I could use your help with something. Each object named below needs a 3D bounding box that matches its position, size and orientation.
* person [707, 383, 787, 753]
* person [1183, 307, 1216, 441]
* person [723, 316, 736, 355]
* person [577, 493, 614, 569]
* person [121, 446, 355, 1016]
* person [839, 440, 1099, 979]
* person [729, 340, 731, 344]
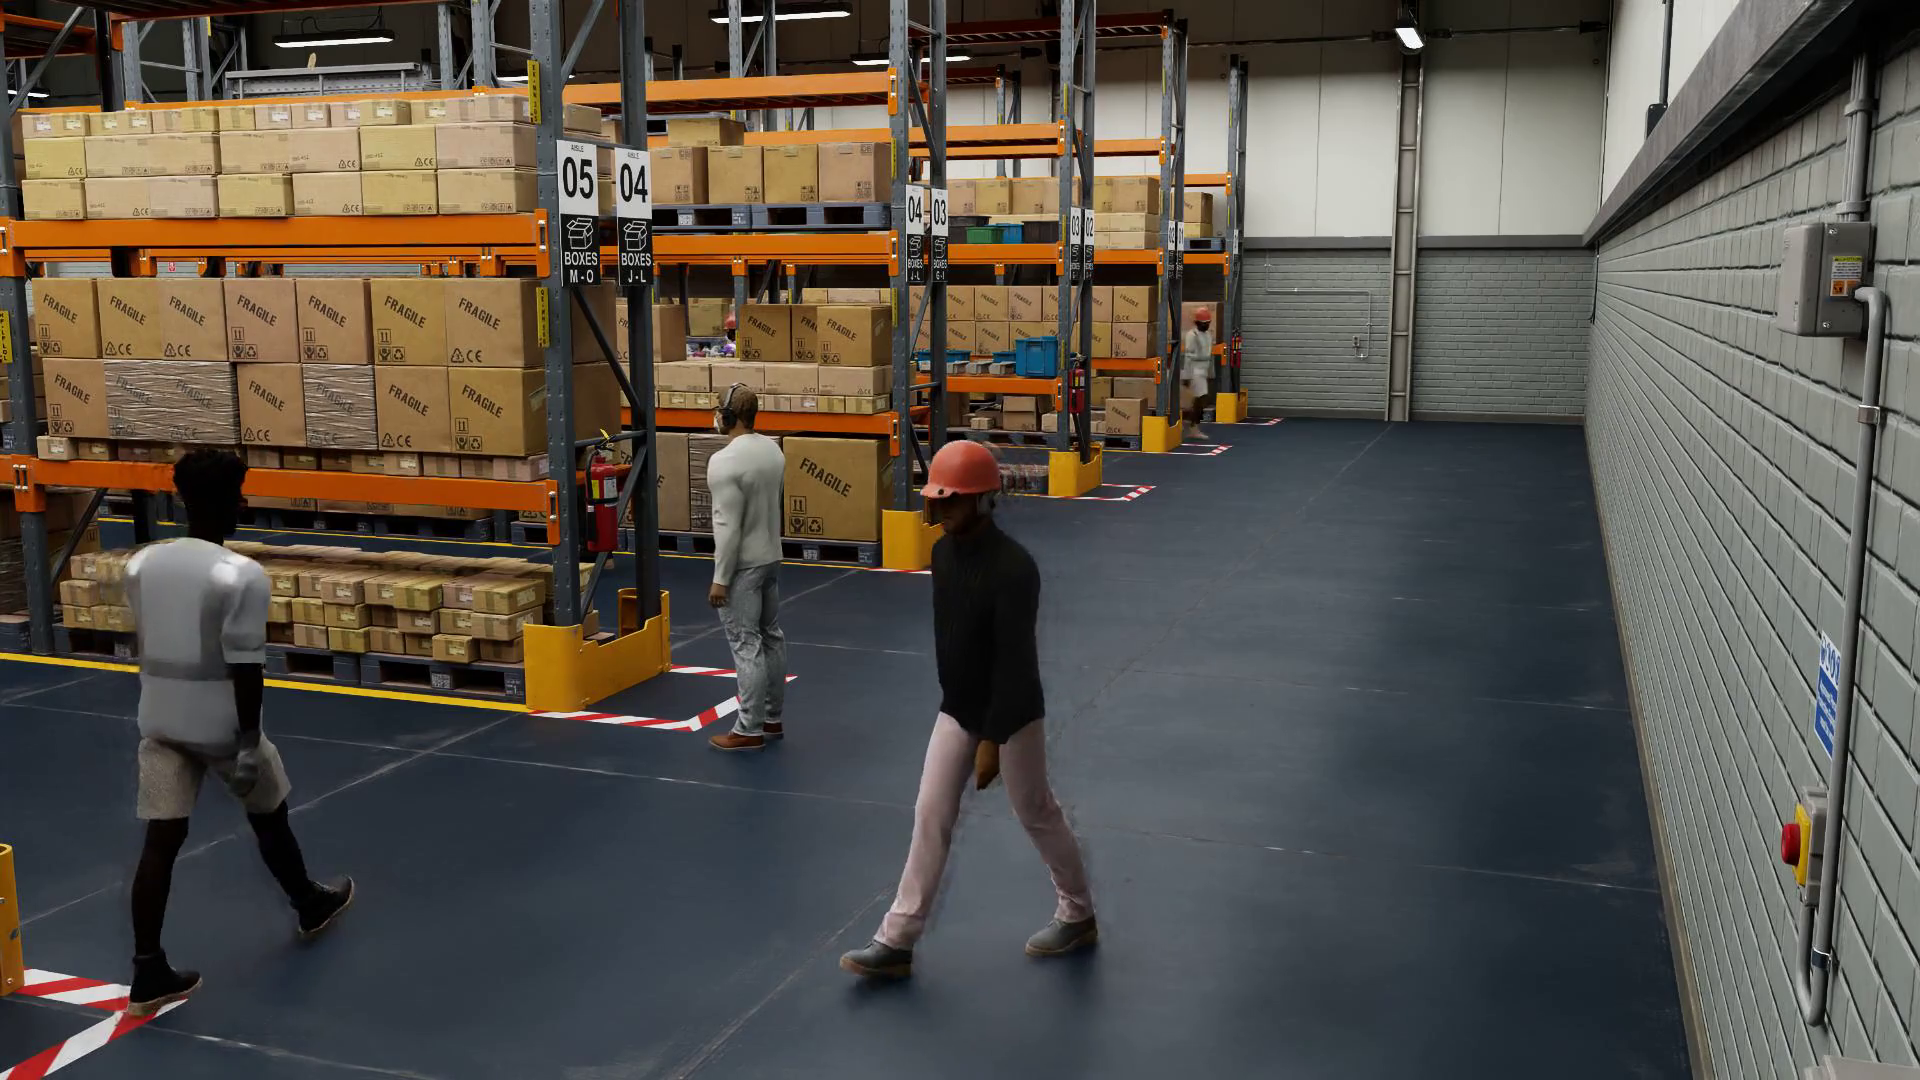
[{"bbox_3d":[-1.128,0.147,8.721,0.377,1.940,0.628,4,10,21],"label":"person"},{"bbox_3d":[3.621,-2.456,24.756,0.546,2.002,0.761,7,11,36],"label":"person"},{"bbox_3d":[-2.978,-2.001,22.129,0.377,1.938,0.547,5,11,30],"label":"person"},{"bbox_3d":[-3.140,-0.724,13.842,0.538,2.000,0.684,2,9,13],"label":"person"},{"bbox_3d":[-2.629,0.616,5.890,0.618,1.899,1.041,3,9,16],"label":"person"},{"bbox_3d":[0.091,0.605,5.911,1.041,1.933,0.644,-7,11,-36],"label":"person"},{"bbox_3d":[-3.236,-2.354,24.227,0.741,1.974,0.621,2,9,14],"label":"person"}]
